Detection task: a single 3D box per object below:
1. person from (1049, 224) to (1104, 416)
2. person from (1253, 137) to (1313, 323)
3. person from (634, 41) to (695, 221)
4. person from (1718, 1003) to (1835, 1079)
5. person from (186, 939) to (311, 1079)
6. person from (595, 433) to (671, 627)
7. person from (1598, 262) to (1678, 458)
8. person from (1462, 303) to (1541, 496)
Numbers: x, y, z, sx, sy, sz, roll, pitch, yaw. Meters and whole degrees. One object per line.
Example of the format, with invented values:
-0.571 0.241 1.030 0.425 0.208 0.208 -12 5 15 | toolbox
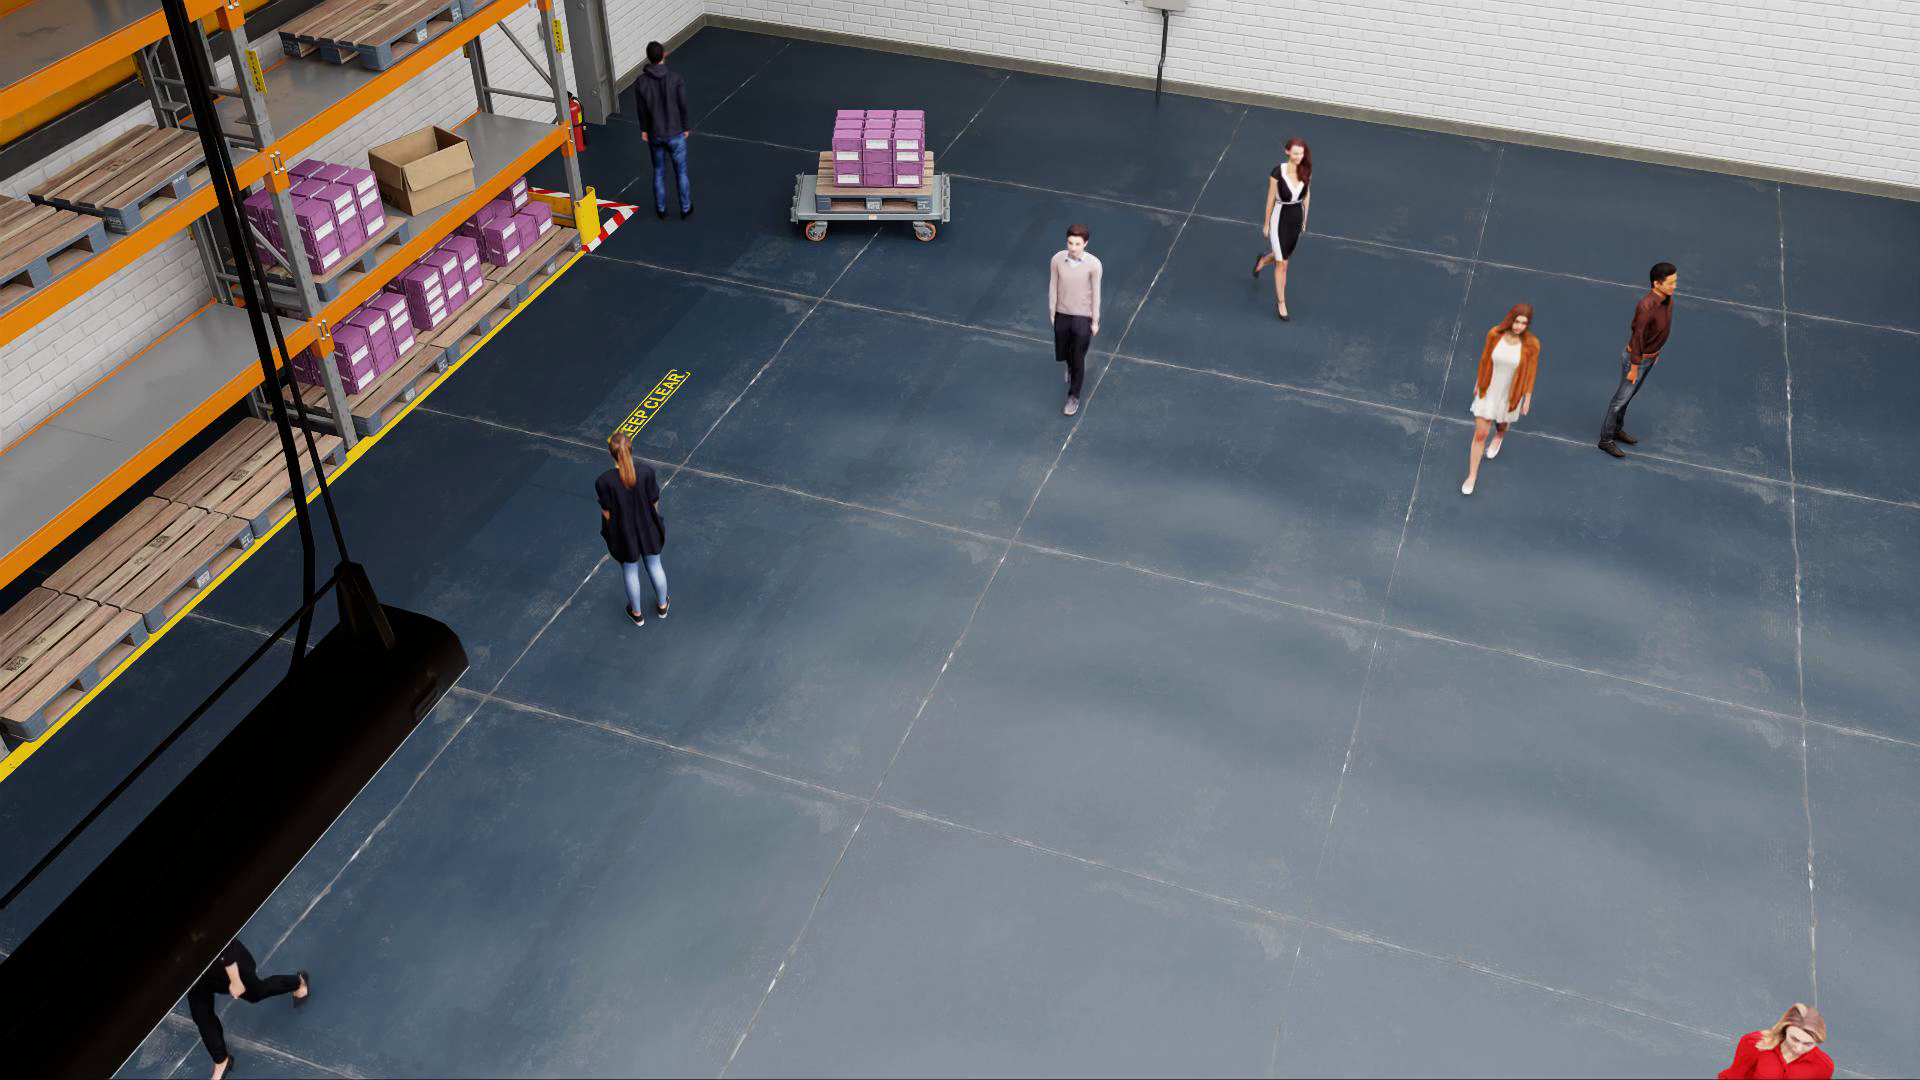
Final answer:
1.027 -1.984 14.509 0.619 1.797 0.809 12 40 15 | person
3.056 -3.010 15.814 0.992 1.774 1.111 -12 40 -15 | person
-3.047 -4.229 17.252 0.741 1.884 0.702 -1 39 -1 | person
4.052 2.906 8.460 0.614 1.705 0.497 12 40 14 | person
-4.058 2.315 9.262 0.645 1.628 1.074 15 41 18 | person
-2.393 -0.080 12.218 0.719 1.683 0.762 -13 40 -15 | person
5.698 -1.536 13.961 0.770 1.782 0.599 29 47 31 | person
4.472 -1.250 13.682 0.701 1.683 1.122 16 41 19 | person
